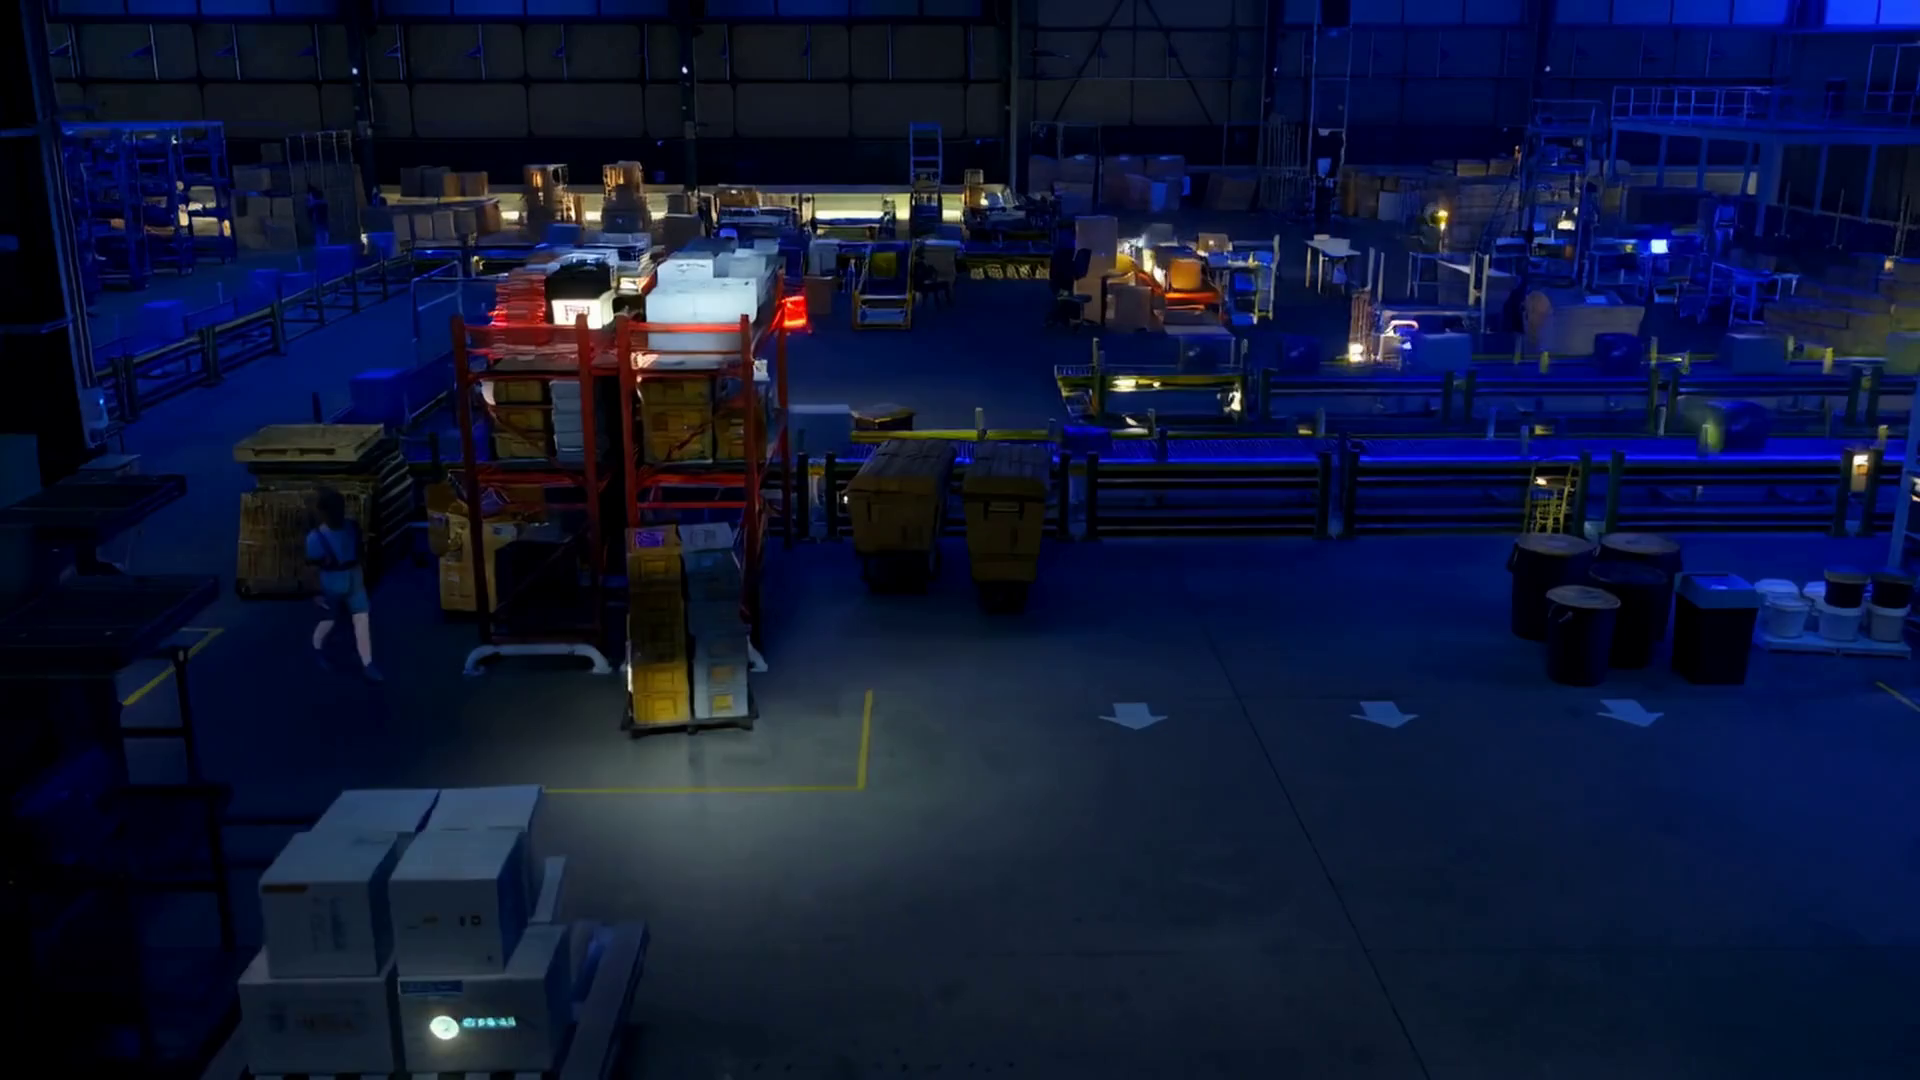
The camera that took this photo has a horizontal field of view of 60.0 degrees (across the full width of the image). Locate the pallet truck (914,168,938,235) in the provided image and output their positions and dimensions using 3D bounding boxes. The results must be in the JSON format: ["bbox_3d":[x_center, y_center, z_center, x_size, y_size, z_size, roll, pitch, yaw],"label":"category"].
[{"bbox_3d":[-0.989,-10.316,50.507,0.823,1.965,1.885,1,16,3],"label":"pallet truck"}]

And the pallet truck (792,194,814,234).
[{"bbox_3d":[-4.814,-9.883,50.259,0.704,1.261,1.522,-1,16,-3],"label":"pallet truck"}]

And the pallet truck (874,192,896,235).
[{"bbox_3d":[-2.277,-9.986,50.594,0.653,1.274,1.630,0,16,-1],"label":"pallet truck"}]

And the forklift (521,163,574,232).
[{"bbox_3d":[-12.233,-10.122,49.298,1.157,1.987,2.680,0,16,-1],"label":"forklift"}]

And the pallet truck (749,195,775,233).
[{"bbox_3d":[-6.051,-9.967,50.660,0.680,1.201,1.601,0,16,-1],"label":"pallet truck"}]

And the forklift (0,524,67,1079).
[{"bbox_3d":[-4.826,1.370,8.313,1.873,2.768,1.129,0,16,-1],"label":"forklift"}]

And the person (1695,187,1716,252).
[{"bbox_3d":[20.518,-8.829,45.767,0.339,1.757,0.519,-11,19,-33],"label":"person"}]

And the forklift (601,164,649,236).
[{"bbox_3d":[-9.948,-10.127,49.296,1.157,1.987,2.680,-1,16,-3],"label":"forklift"}]

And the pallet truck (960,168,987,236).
[{"bbox_3d":[0.383,-10.230,50.206,0.823,1.965,1.885,-1,16,-3],"label":"pallet truck"}]

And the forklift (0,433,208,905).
[{"bbox_3d":[-5.952,0.780,10.366,1.873,2.768,1.129,0,16,-1],"label":"forklift"}]

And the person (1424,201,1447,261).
[{"bbox_3d":[11.434,-7.217,40.018,0.547,1.837,0.835,4,16,12],"label":"person"}]

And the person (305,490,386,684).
[{"bbox_3d":[-5.258,0.367,13.987,0.863,1.655,0.540,12,20,35],"label":"person"}]

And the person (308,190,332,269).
[{"bbox_3d":[-15.966,-7.738,41.548,0.376,1.995,0.612,7,17,22],"label":"person"}]

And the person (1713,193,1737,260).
[{"bbox_3d":[19.433,-7.869,42.239,0.590,1.856,0.741,0,16,-1],"label":"person"}]
